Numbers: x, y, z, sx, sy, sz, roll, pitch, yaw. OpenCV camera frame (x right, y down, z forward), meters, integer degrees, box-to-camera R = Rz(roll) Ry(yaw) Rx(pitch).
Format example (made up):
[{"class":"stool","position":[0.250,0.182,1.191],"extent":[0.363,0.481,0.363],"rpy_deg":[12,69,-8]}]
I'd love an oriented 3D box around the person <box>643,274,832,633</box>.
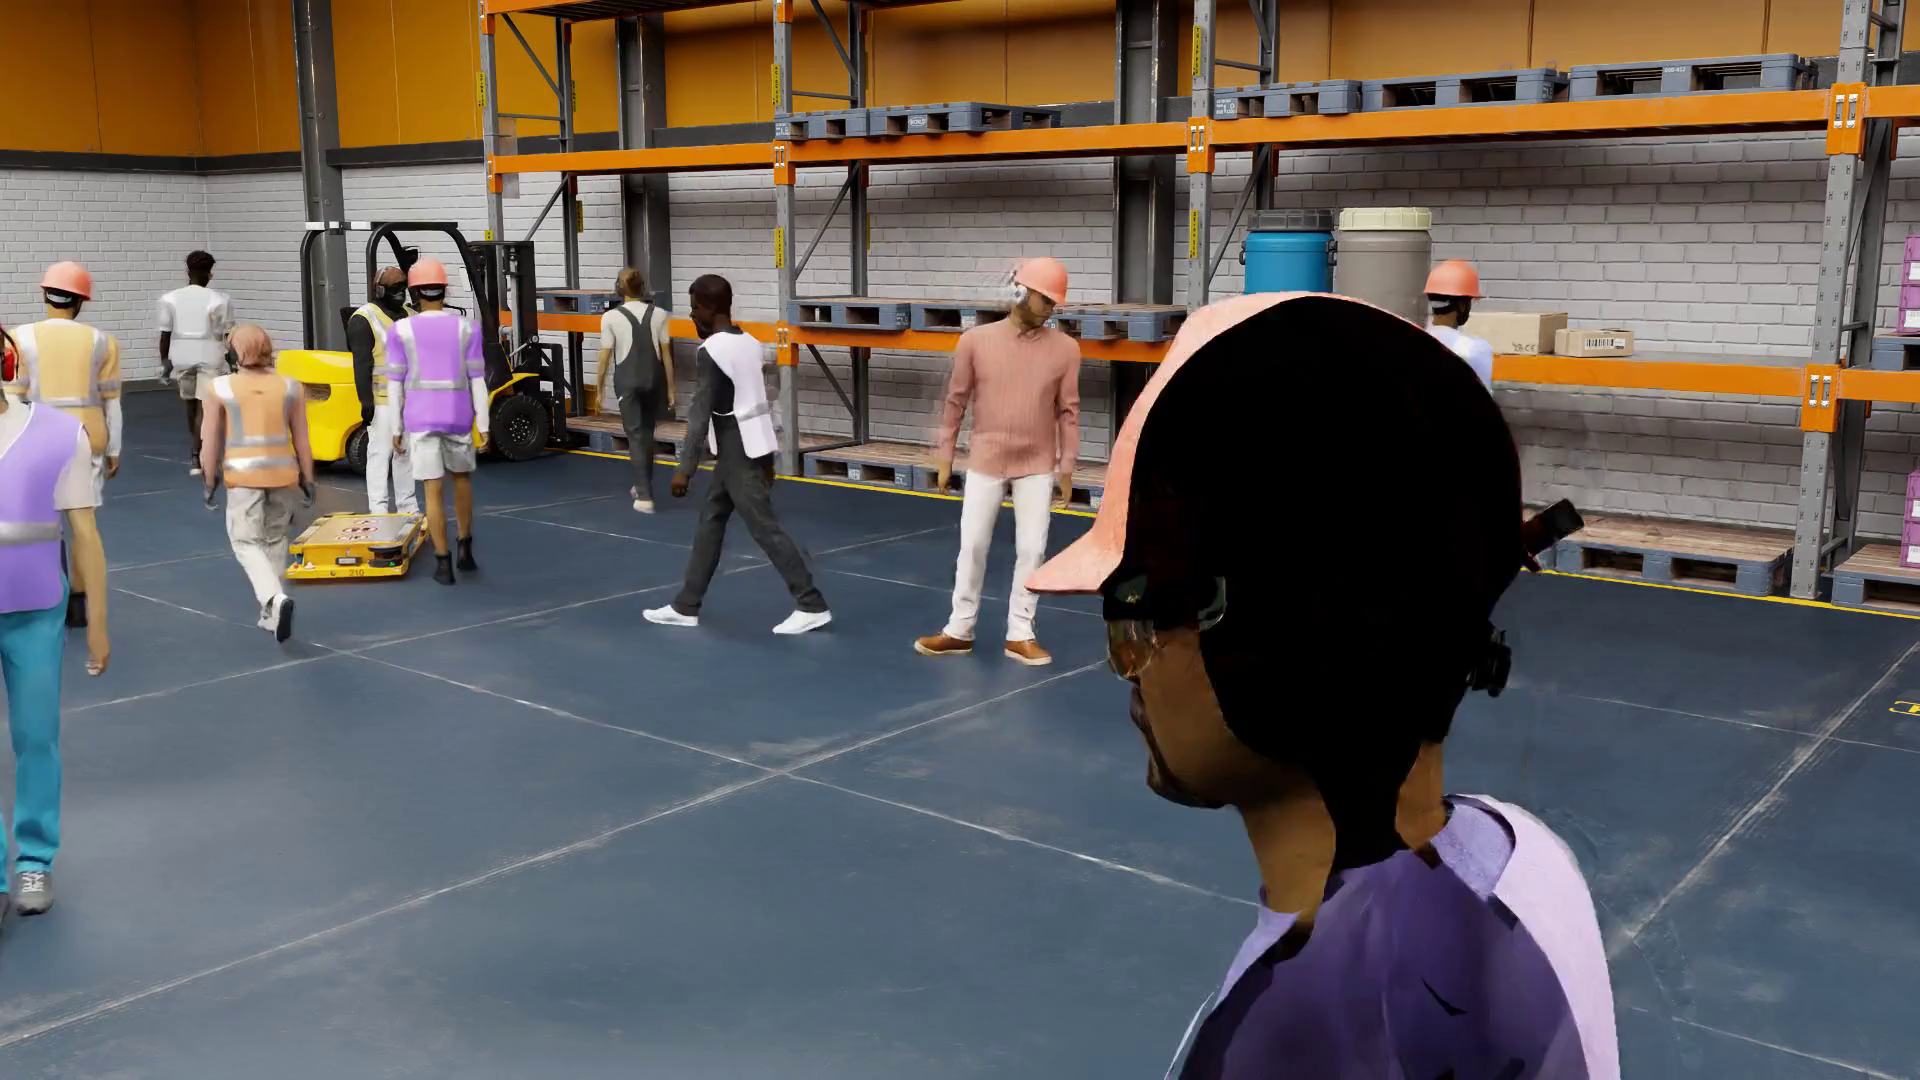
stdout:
[{"class":"person","position":[-1.146,-0.429,8.550],"extent":[1.034,1.859,0.612],"rpy_deg":[2,10,8]}]

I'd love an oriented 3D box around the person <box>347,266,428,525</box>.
[{"class":"person","position":[-3.928,-0.972,11.576],"extent":[0.429,1.839,0.634],"rpy_deg":[5,11,24]}]

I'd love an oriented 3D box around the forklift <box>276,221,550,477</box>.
[{"class":"forklift","position":[-4.922,-1.741,14.854],"extent":[1.214,2.155,2.313],"rpy_deg":[8,13,38]}]

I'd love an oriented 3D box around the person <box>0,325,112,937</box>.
[{"class":"person","position":[-2.796,0.251,4.819],"extent":[0.603,1.821,0.671],"rpy_deg":[-5,11,-26]}]

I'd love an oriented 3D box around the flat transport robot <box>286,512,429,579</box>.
[{"class":"flat transport robot","position":[-3.760,0.015,10.453],"extent":[0.652,0.197,1.431],"rpy_deg":[-2,10,-11]}]

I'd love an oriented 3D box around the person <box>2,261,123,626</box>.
[{"class":"person","position":[-4.708,-0.500,8.754],"extent":[0.584,1.911,0.440],"rpy_deg":[-7,13,-35]}]

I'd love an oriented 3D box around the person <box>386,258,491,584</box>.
[{"class":"person","position":[-3.116,-0.710,9.920],"extent":[0.566,1.909,0.648],"rpy_deg":[-5,11,-24]}]

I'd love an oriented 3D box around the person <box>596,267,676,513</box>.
[{"class":"person","position":[-2.481,-1.138,12.549],"extent":[0.553,1.814,0.815],"rpy_deg":[-6,12,-30]}]

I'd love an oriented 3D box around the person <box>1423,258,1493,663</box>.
[{"class":"person","position":[2.302,-0.365,7.942],"extent":[0.367,1.936,0.551],"rpy_deg":[-9,14,-41]}]

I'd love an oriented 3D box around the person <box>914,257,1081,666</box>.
[{"class":"person","position":[0.173,-0.356,7.876],"extent":[0.789,1.945,0.467],"rpy_deg":[0,10,0]}]

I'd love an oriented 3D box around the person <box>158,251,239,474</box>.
[{"class":"person","position":[-6.664,-1.572,14.658],"extent":[0.611,1.915,0.919],"rpy_deg":[-1,10,-4]}]

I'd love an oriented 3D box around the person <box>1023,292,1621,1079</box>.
[{"class":"person","position":[0.332,0.840,1.118],"extent":[1.024,2.004,0.621],"rpy_deg":[5,11,26]}]

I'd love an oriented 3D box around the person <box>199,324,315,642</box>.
[{"class":"person","position":[-3.505,-0.276,8.371],"extent":[0.540,1.616,0.684],"rpy_deg":[-8,13,-39]}]
